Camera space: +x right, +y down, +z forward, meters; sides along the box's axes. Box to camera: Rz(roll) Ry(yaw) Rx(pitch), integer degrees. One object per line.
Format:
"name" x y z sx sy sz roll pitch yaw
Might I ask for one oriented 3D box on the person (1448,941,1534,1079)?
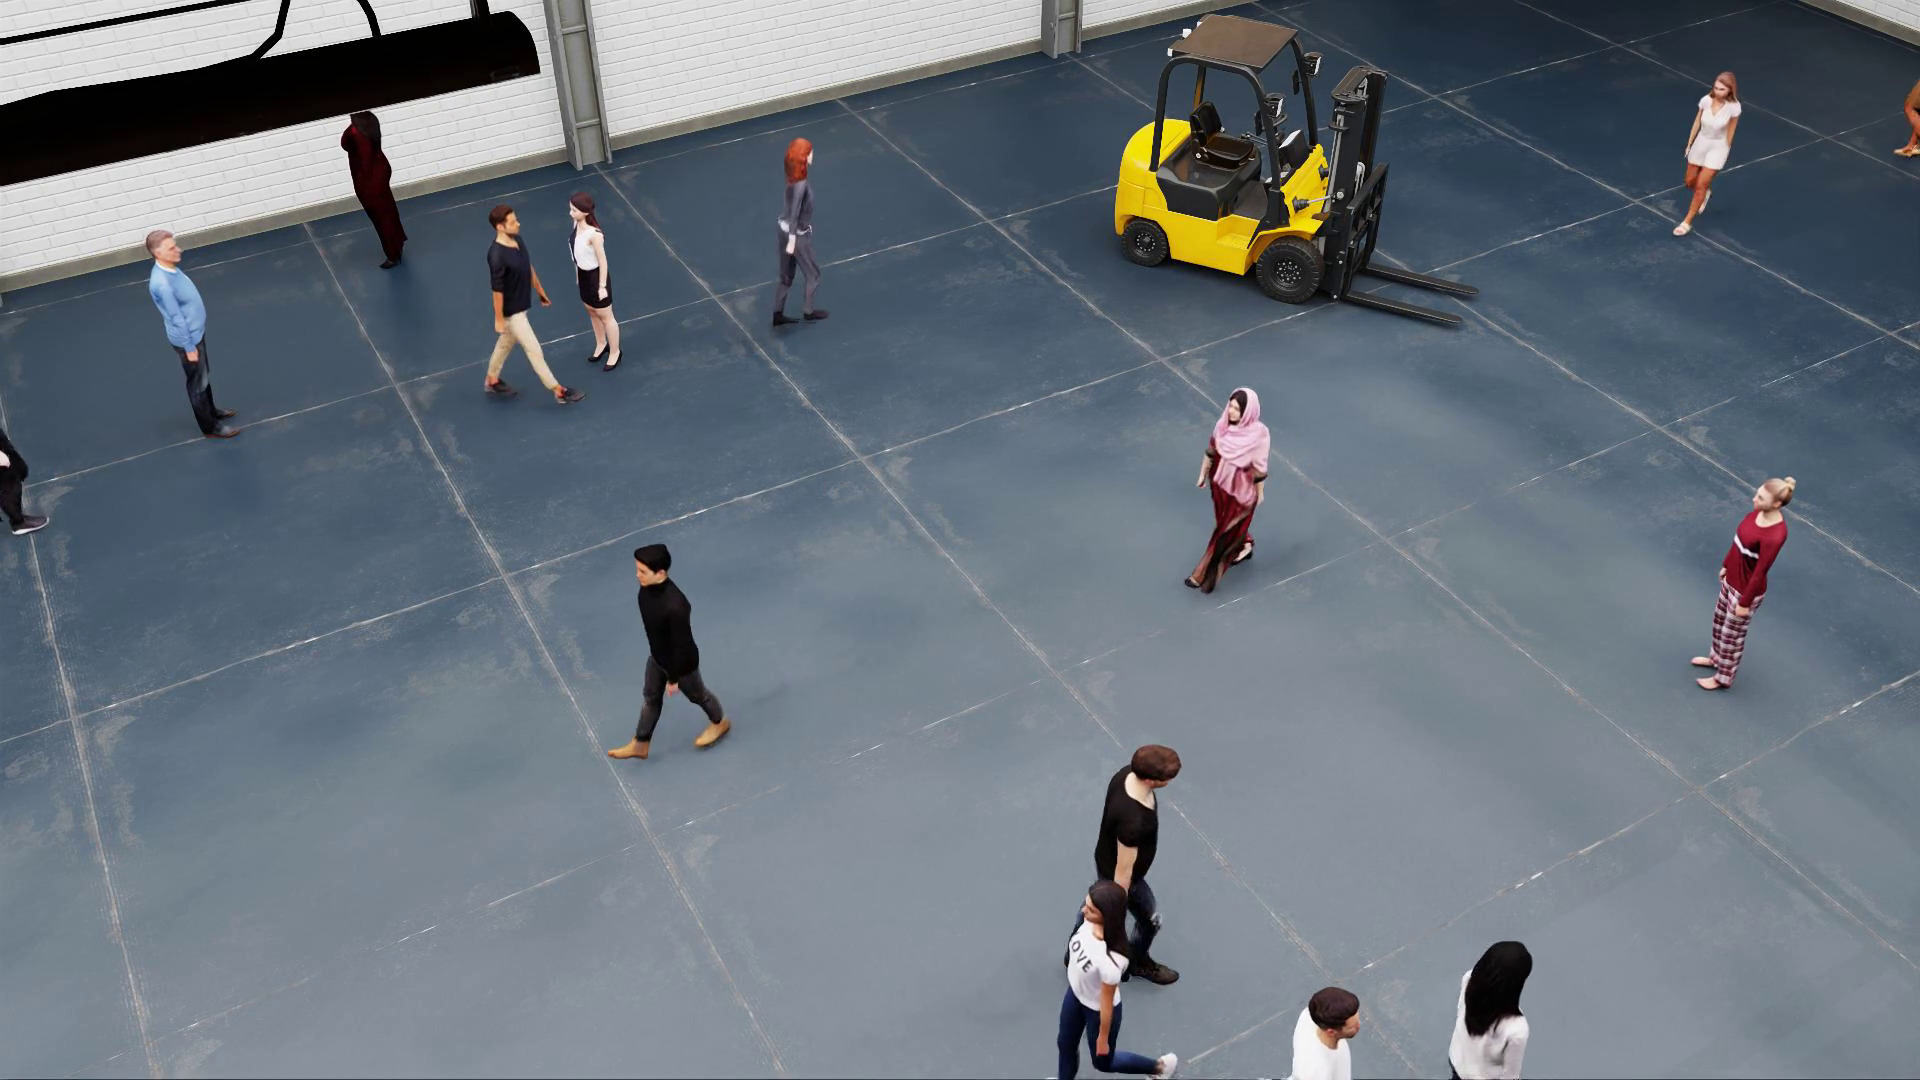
"person" 2.469 2.609 8.150 0.588 1.685 0.658 -14 41 -17

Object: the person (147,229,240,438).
"person" -6.240 -1.673 13.409 0.627 1.813 0.698 -12 40 -15

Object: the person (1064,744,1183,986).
"person" 0.805 1.788 9.036 1.111 1.861 1.055 -2 39 -2

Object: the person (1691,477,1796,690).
"person" 5.226 0.275 11.060 0.714 1.700 0.693 3 39 4

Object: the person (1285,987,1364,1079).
"person" 1.566 2.719 7.917 1.279 1.804 1.148 6 39 7

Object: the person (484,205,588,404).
"person" -3.759 -1.907 13.702 1.248 1.813 1.090 3 39 4

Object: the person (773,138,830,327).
"person" -1.511 -2.653 14.702 0.806 1.730 0.688 -7 39 -8

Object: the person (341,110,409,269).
"person" -5.515 -3.422 15.643 0.718 1.758 0.737 -6 39 -8

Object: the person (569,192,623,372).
"person" -3.129 -2.213 14.217 0.577 1.649 0.604 -31 48 -33

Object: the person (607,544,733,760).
"person" -1.749 0.694 10.548 1.104 1.684 0.760 -25 45 -28

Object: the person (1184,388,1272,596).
"person" 2.040 -0.425 12.017 1.043 1.600 0.728 -27 46 -30

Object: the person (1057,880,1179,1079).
"person" 0.770 2.351 8.418 1.115 1.753 0.784 -9 40 -11

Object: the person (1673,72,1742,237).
"person" 7.344 -3.788 16.178 0.926 1.662 0.699 -32 48 -33
